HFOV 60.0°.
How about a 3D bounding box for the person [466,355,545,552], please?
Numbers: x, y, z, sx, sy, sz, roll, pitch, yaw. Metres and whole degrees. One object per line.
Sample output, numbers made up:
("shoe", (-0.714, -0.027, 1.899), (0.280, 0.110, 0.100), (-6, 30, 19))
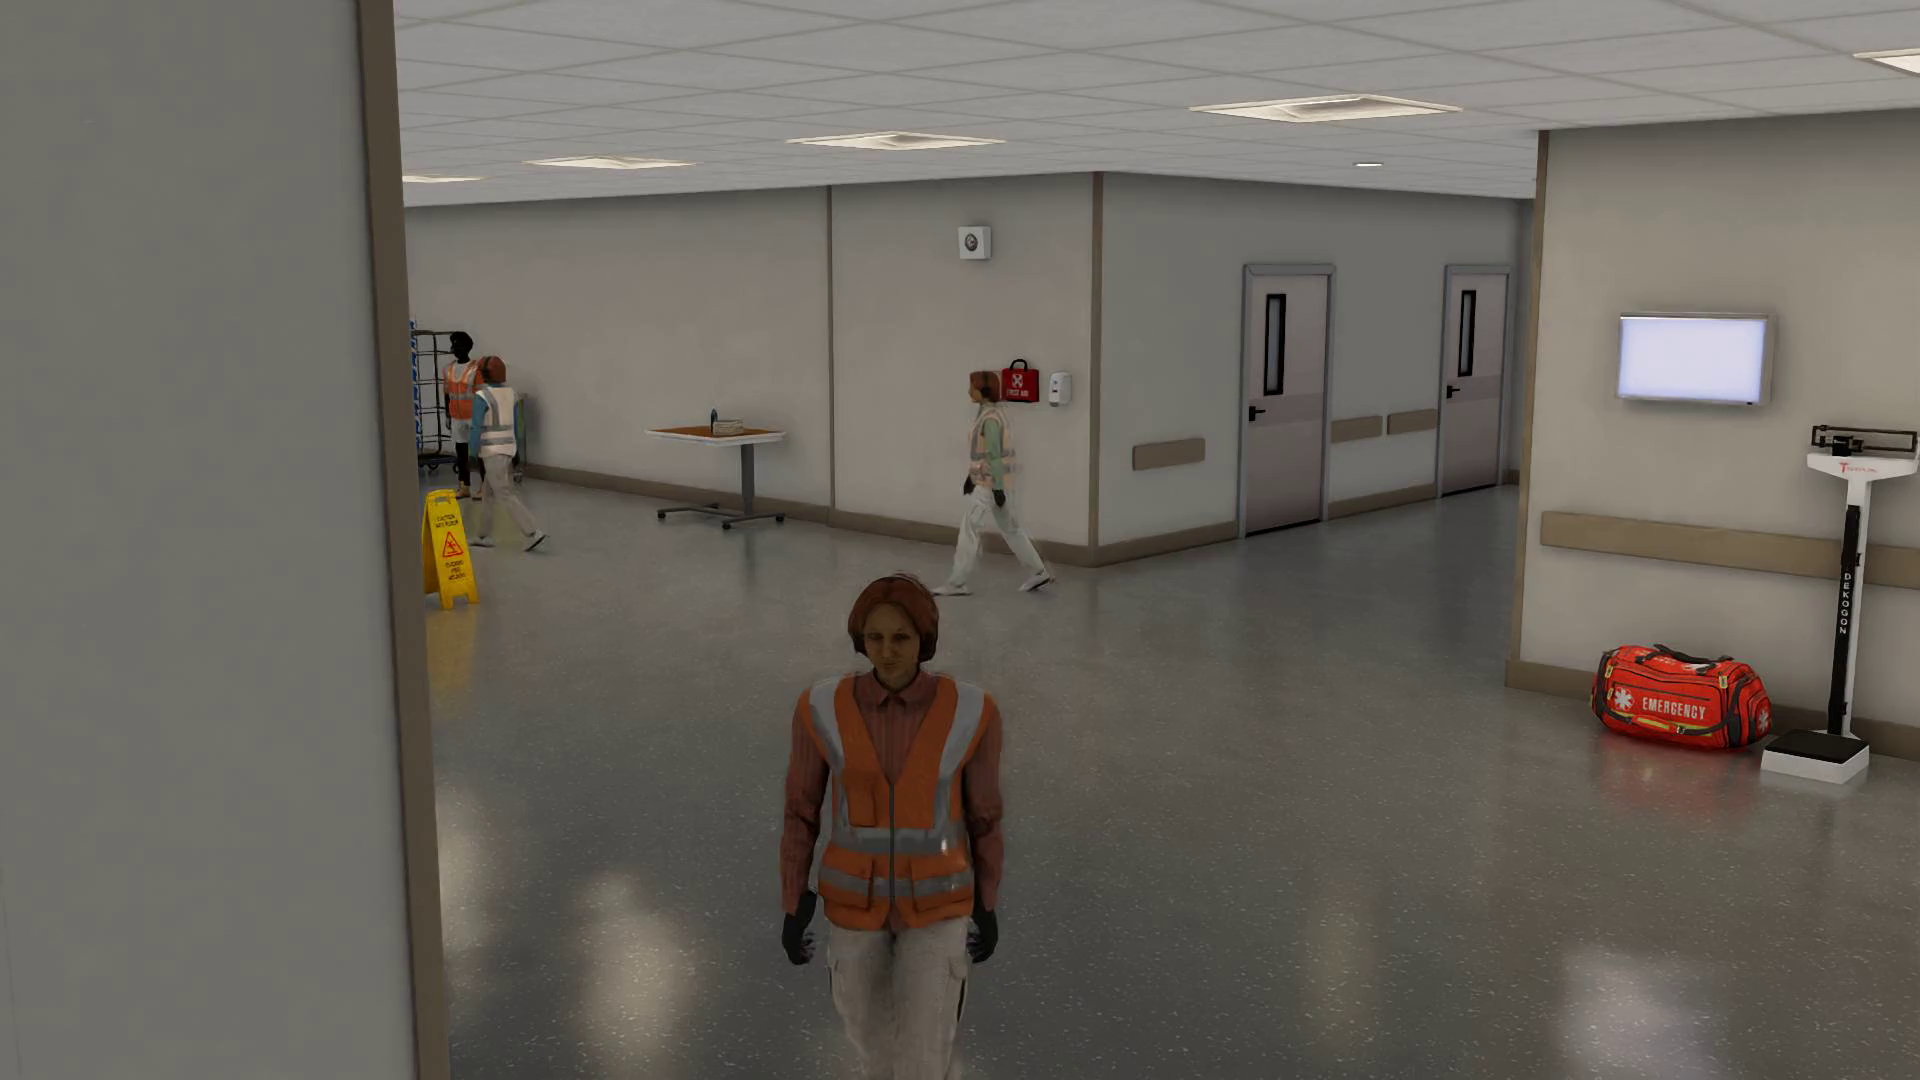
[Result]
("person", (-3.749, -0.706, 13.564), (0.830, 1.598, 0.525), (3, 10, 19))

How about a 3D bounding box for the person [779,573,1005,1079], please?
("person", (-0.155, 0.856, 3.993), (0.527, 1.606, 0.806), (1, 9, 5))

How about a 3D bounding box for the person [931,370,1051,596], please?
("person", (0.250, -0.401, 11.718), (0.836, 1.599, 0.516), (0, 9, 2))

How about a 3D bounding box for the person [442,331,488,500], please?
("person", (-4.906, -1.233, 16.551), (0.532, 1.688, 0.324), (3, 10, 18))
